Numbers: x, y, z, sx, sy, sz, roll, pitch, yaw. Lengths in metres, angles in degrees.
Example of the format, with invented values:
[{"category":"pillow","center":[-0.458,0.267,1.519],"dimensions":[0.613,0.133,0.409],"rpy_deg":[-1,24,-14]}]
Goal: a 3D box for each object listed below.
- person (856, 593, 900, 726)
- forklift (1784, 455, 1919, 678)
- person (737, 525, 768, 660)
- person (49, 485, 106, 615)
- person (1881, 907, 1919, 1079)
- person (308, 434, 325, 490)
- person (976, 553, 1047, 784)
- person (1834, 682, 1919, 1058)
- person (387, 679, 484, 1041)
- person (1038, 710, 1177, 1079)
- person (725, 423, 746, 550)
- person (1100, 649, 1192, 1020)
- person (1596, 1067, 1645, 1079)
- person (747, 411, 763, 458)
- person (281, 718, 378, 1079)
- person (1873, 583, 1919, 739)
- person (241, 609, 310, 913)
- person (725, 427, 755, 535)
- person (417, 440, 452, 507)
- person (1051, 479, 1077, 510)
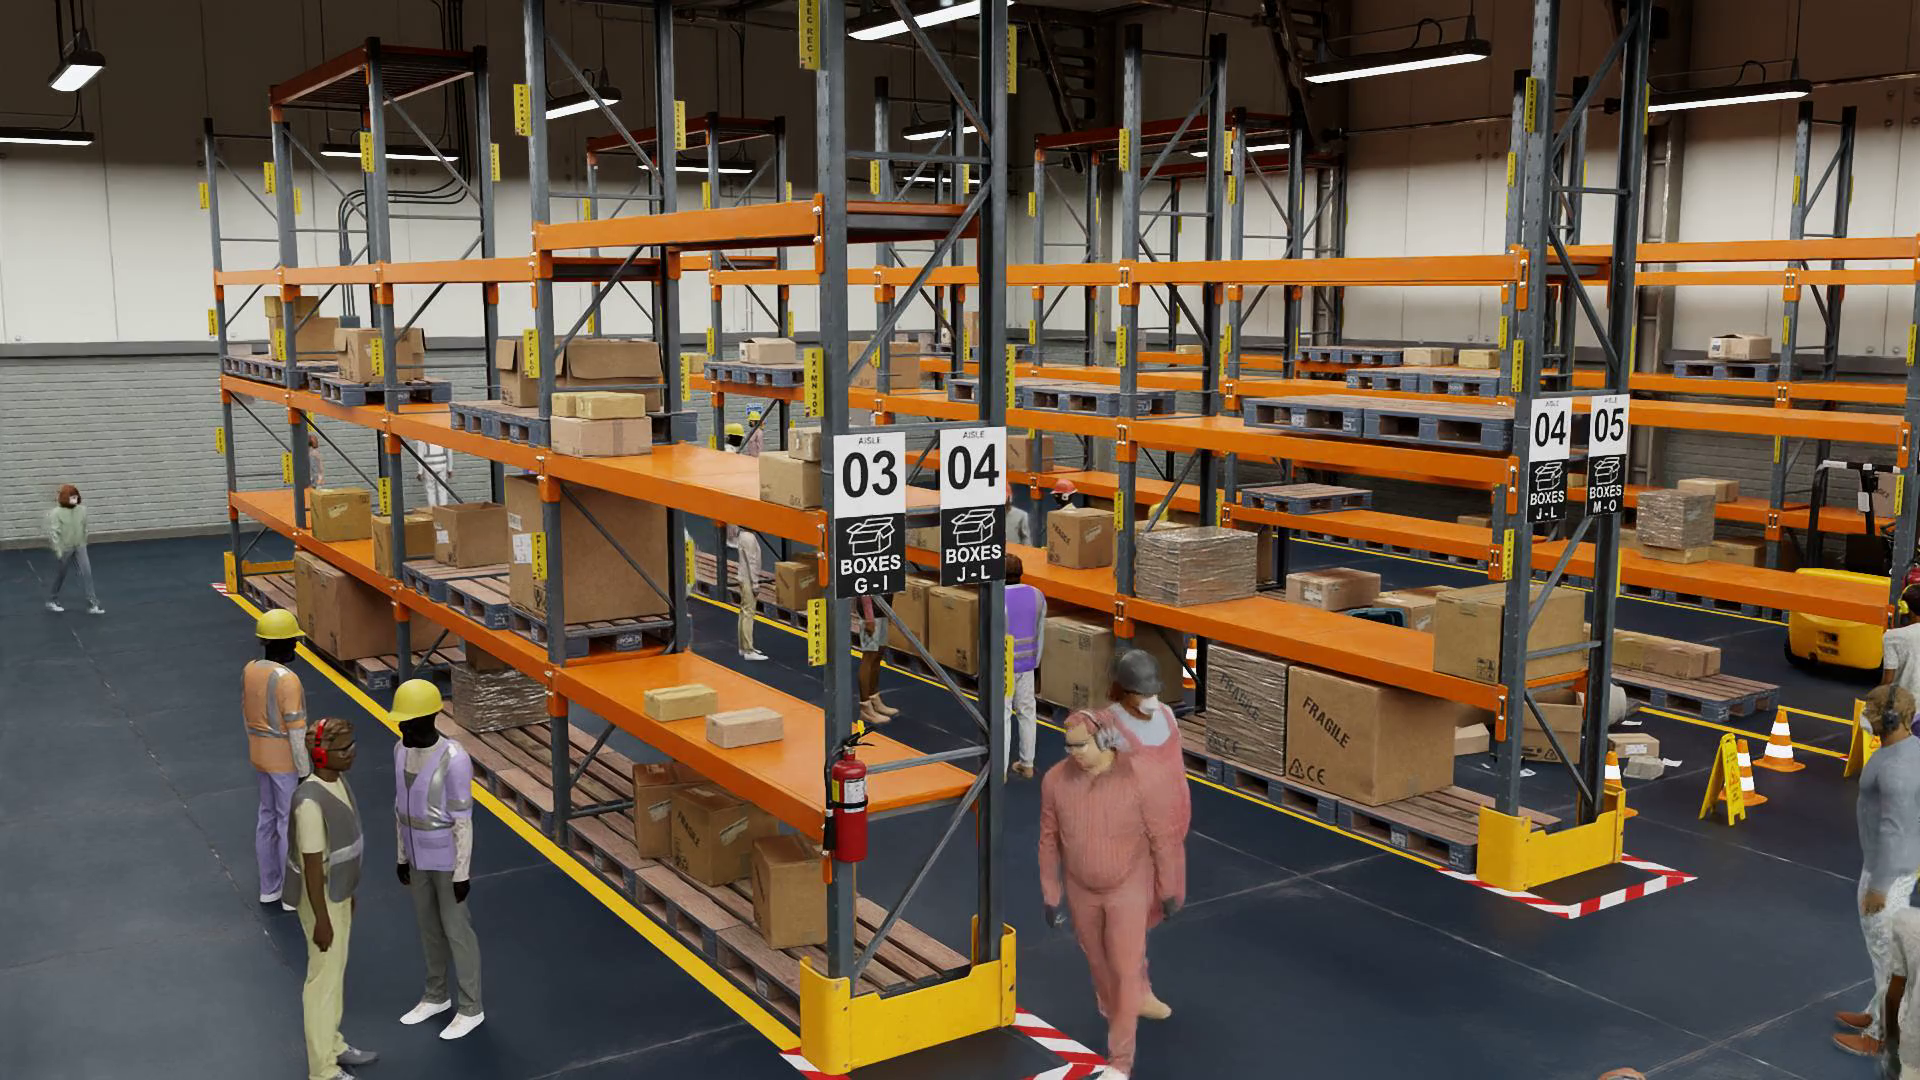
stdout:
[{"category":"person","center":[-0.737,0.641,15.079],"dimensions":[0.383,2.045,0.605],"rpy_deg":[2,9,16]},{"category":"forklift","center":[9.643,0.253,17.172],"dimensions":[2.313,2.155,1.214],"rpy_deg":[-6,10,-33]},{"category":"person","center":[-2.225,0.455,17.680],"dimensions":[0.279,1.634,0.499],"rpy_deg":[-3,9,-18]},{"category":"person","center":[-10.782,0.109,20.145],"dimensions":[0.868,1.585,0.505],"rpy_deg":[5,10,28]},{"category":"person","center":[3.844,2.045,6.427],"dimensions":[0.487,1.845,0.578],"rpy_deg":[7,11,38]},{"category":"person","center":[-10.263,-0.864,26.441],"dimensions":[0.315,1.641,0.515],"rpy_deg":[-3,9,-21]},{"category":"person","center":[0.386,1.016,13.262],"dimensions":[0.624,1.844,0.429],"rpy_deg":[-6,10,-34]},{"category":"person","center":[4.743,1.680,8.514],"dimensions":[0.354,1.937,0.635],"rpy_deg":[5,10,31]},{"category":"person","center":[-2.775,1.660,8.732],"dimensions":[0.585,1.918,0.410],"rpy_deg":[6,11,36]},{"category":"person","center":[0.693,1.769,8.229],"dimensions":[0.689,1.847,0.951],"rpy_deg":[3,9,21]},{"category":"person","center":[-3.402,-0.809,25.176],"dimensions":[0.382,1.918,0.588],"rpy_deg":[-1,9,-4]},{"category":"person","center":[0.976,1.550,9.038],"dimensions":[0.706,2.000,0.583],"rpy_deg":[-8,12,-44]},{"category":"person","center":[1.924,2.359,4.990],"dimensions":[0.512,1.639,0.311],"rpy_deg":[-2,9,-15]},{"category":"person","center":[-3.649,-1.415,29.695],"dimensions":[0.309,1.769,0.525],"rpy_deg":[-3,9,-22]},{"category":"person","center":[-3.117,1.775,8.185],"dimensions":[0.392,1.846,0.564],"rpy_deg":[-1,9,-9]},{"category":"person","center":[6.724,1.227,11.780],"dimensions":[0.520,1.865,0.328],"rpy_deg":[0,9,2]},{"category":"person","center":[-4.281,1.386,10.512],"dimensions":[0.590,1.927,0.367],"rpy_deg":[6,11,37]},{"category":"person","center":[-3.547,-0.934,26.414],"dimensions":[0.894,1.782,0.604],"rpy_deg":[3,9,20]},{"category":"person","center":[-8.790,-1.191,27.826],"dimensions":[0.591,1.885,0.342],"rpy_deg":[-7,11,-39]},{"category":"person","center":[1.211,0.166,19.205],"dimensions":[0.340,1.752,0.564],"rpy_deg":[1,9,3]}]
